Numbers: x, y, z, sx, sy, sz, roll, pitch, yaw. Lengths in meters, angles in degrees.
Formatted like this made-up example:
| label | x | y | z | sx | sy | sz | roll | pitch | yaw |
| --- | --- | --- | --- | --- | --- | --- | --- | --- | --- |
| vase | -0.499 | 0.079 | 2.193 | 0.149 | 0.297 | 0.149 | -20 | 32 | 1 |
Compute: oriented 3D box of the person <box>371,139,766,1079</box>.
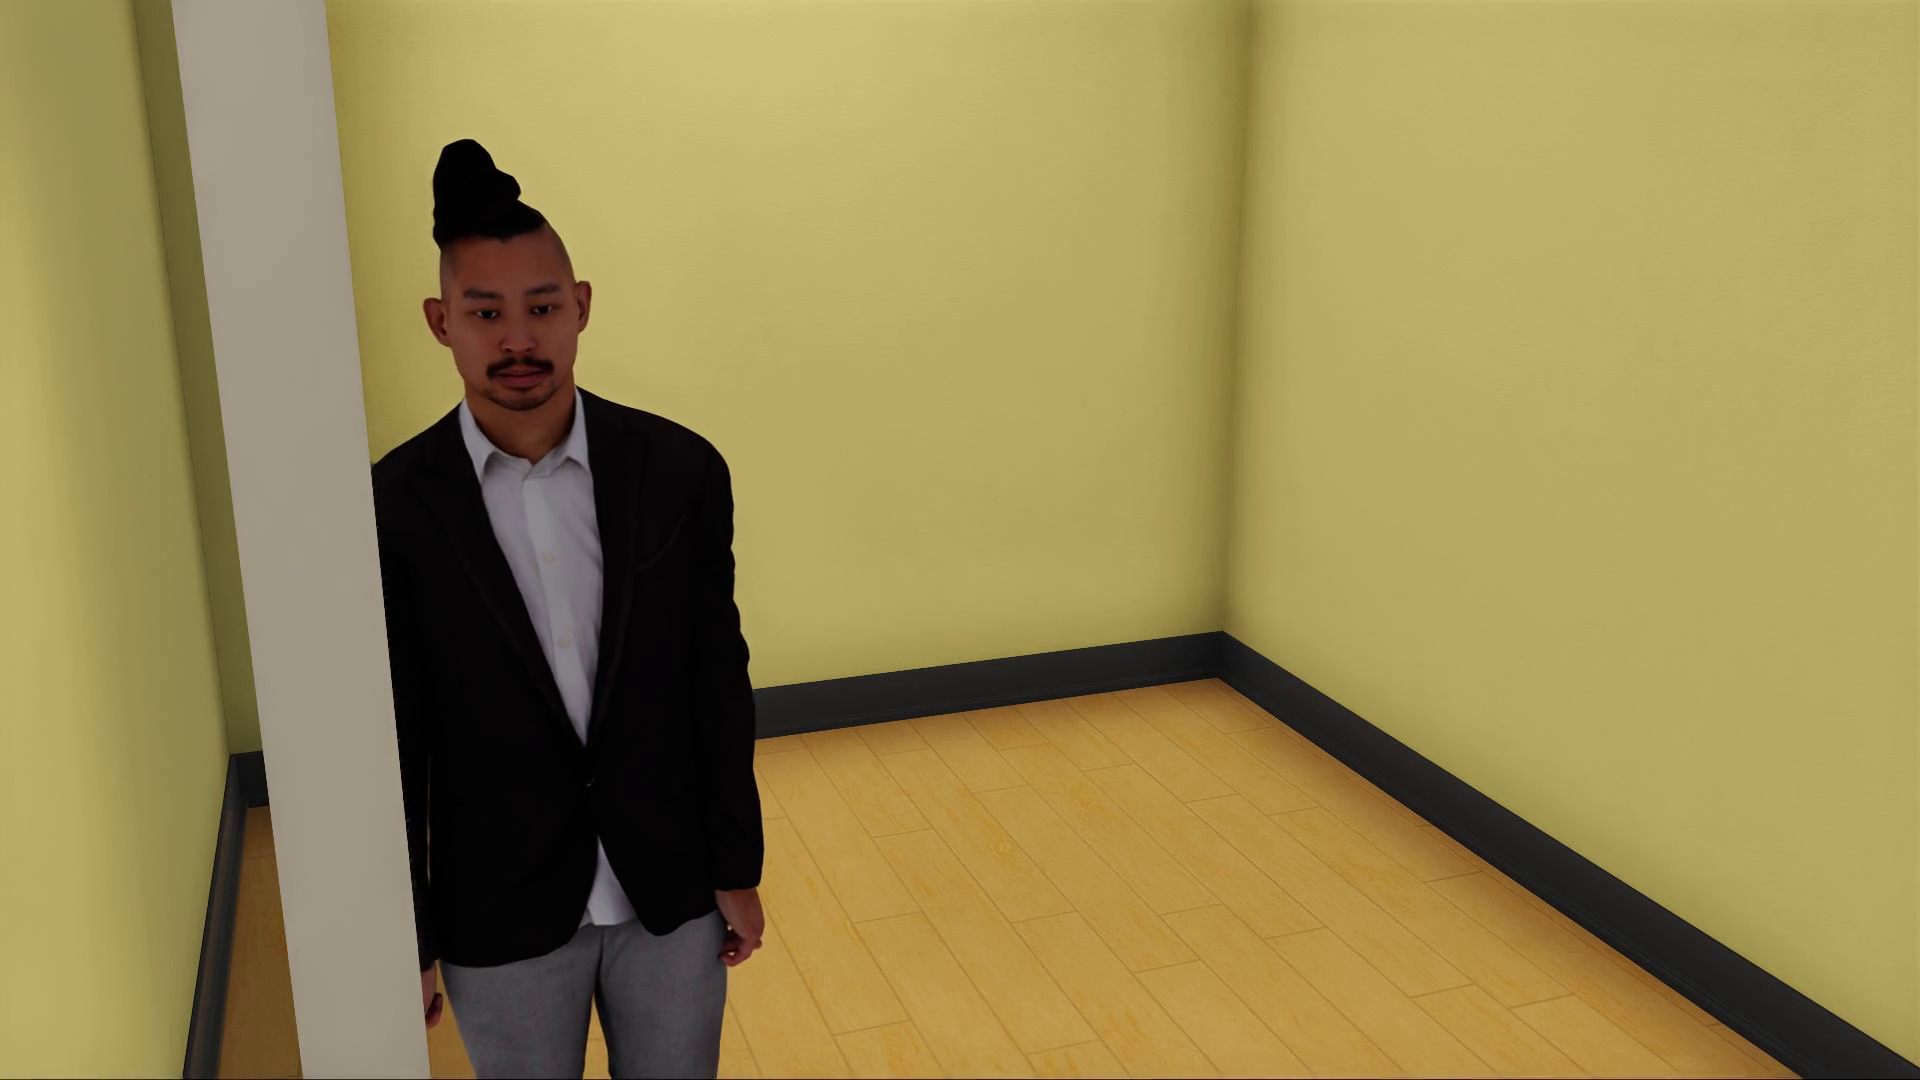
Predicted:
| label | x | y | z | sx | sy | sz | roll | pitch | yaw |
| --- | --- | --- | --- | --- | --- | --- | --- | --- | --- |
| person | -0.549 | 0.434 | 2.340 | 0.544 | 1.951 | 0.775 | -7 | 17 | -23 |
